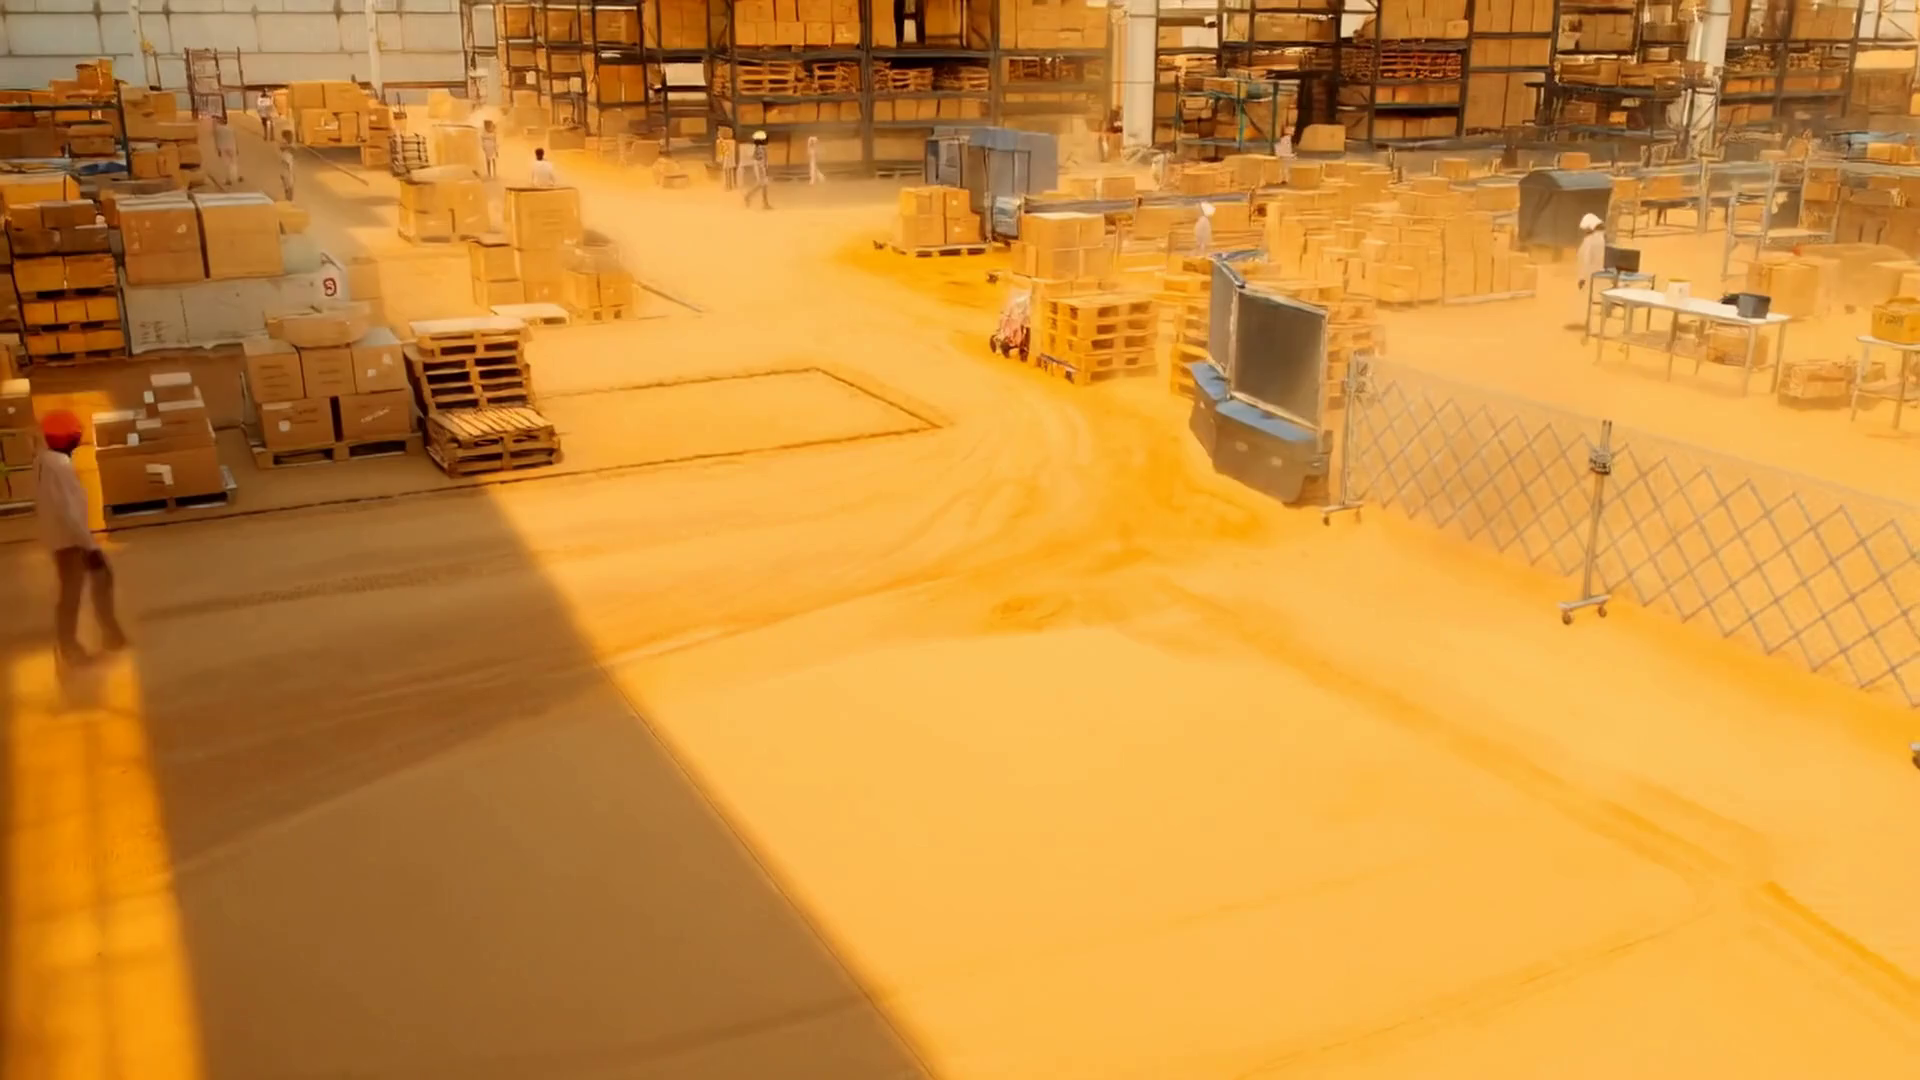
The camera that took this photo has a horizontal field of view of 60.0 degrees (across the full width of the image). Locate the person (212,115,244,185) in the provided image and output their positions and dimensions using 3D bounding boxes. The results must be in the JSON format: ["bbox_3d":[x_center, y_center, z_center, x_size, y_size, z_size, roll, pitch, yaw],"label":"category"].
[{"bbox_3d":[-20.374,-10.865,46.290,0.661,1.893,0.976,0,18,1],"label":"person"}]

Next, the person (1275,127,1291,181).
[{"bbox_3d":[8.840,-10.510,45.651,0.587,1.616,0.512,-5,18,-14],"label":"person"}]

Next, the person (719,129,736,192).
[{"bbox_3d":[-6.204,-10.129,44.408,0.314,1.641,0.515,15,23,40],"label":"person"}]

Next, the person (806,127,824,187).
[{"bbox_3d":[-3.984,-10.487,45.562,0.527,1.624,0.519,-11,21,-30],"label":"person"}]

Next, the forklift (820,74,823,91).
[{"bbox_3d":[-4.063,-12.812,50.776,1.873,2.768,1.129,-9,20,-26],"label":"forklift"}]

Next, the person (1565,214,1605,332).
[{"bbox_3d":[9.418,-4.014,25.081,0.600,1.799,0.604,5,18,15],"label":"person"}]

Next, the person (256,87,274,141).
[{"bbox_3d":[-25.567,-15.664,61.188,0.550,1.935,0.375,-1,18,-4],"label":"person"}]

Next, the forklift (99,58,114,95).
[{"bbox_3d":[-33.236,-17.381,65.020,1.873,2.768,1.129,-9,20,-26],"label":"forklift"}]

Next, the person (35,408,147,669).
[{"bbox_3d":[-6.475,-0.027,12.376,0.773,1.969,0.643,-12,21,-33],"label":"person"}]

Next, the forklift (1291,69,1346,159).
[{"bbox_3d":[11.615,-13.871,54.079,1.129,2.768,1.873,-9,20,-27],"label":"forklift"}]

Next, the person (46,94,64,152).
[{"bbox_3d":[-30.806,-14.159,56.495,0.376,1.940,0.629,-8,20,-24],"label":"person"}]

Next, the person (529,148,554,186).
[{"bbox_3d":[-9.142,-7.631,36.344,0.540,1.826,0.962,-7,19,-20],"label":"person"}]

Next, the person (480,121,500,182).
[{"bbox_3d":[-13.285,-10.979,46.986,0.322,1.691,0.532,15,23,38],"label":"person"}]

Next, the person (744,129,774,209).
[{"bbox_3d":[-4.889,-8.997,40.423,0.630,1.926,0.558,2,18,5],"label":"person"}]

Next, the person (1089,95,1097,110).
[{"bbox_3d":[5.039,-16.473,63.760,0.411,1.908,0.643,-2,18,-5],"label":"person"}]

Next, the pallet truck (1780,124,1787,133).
[{"bbox_3d":[25.206,-12.542,52.601,1.601,1.201,0.680,0,18,-2],"label":"pallet truck"}]

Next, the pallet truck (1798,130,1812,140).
[{"bbox_3d":[25.526,-11.556,49.408,1.630,1.274,0.653,-9,20,-26],"label":"pallet truck"}]

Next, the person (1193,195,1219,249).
[{"bbox_3d":[3.836,-4.626,26.856,0.961,1.902,0.554,5,18,14],"label":"person"}]

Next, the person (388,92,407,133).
[{"bbox_3d":[-19.694,-14.727,58.321,0.595,1.912,0.387,-3,18,-9],"label":"person"}]

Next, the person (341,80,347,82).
[{"bbox_3d":[-24.474,-17.428,66.627,0.620,1.974,0.632,-1,18,-4],"label":"person"}]

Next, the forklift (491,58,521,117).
[{"bbox_3d":[-18.108,-17.474,65.312,1.873,2.768,1.129,-3,18,-11],"label":"forklift"}]

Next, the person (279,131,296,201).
[{"bbox_3d":[-15.947,-8.717,39.508,0.384,1.957,0.606,-11,21,-32],"label":"person"}]

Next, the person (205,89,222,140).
[{"bbox_3d":[-27.605,-15.724,61.529,0.429,1.842,0.635,14,23,38],"label":"person"}]

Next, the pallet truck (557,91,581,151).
[{"bbox_3d":[-13.495,-14.412,57.188,0.823,1.965,1.885,-3,18,-9],"label":"pallet truck"}]

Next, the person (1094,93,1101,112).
[{"bbox_3d":[5.336,-16.897,65.535,0.517,1.632,0.315,2,18,6],"label":"person"}]

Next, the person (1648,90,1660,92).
[{"bbox_3d":[28.174,-17.727,67.585,0.903,1.962,0.611,-7,19,-21],"label":"person"}]

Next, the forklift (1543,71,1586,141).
[{"bbox_3d":[18.685,-13.231,52.085,1.873,2.768,1.129,-9,20,-26],"label":"forklift"}]
